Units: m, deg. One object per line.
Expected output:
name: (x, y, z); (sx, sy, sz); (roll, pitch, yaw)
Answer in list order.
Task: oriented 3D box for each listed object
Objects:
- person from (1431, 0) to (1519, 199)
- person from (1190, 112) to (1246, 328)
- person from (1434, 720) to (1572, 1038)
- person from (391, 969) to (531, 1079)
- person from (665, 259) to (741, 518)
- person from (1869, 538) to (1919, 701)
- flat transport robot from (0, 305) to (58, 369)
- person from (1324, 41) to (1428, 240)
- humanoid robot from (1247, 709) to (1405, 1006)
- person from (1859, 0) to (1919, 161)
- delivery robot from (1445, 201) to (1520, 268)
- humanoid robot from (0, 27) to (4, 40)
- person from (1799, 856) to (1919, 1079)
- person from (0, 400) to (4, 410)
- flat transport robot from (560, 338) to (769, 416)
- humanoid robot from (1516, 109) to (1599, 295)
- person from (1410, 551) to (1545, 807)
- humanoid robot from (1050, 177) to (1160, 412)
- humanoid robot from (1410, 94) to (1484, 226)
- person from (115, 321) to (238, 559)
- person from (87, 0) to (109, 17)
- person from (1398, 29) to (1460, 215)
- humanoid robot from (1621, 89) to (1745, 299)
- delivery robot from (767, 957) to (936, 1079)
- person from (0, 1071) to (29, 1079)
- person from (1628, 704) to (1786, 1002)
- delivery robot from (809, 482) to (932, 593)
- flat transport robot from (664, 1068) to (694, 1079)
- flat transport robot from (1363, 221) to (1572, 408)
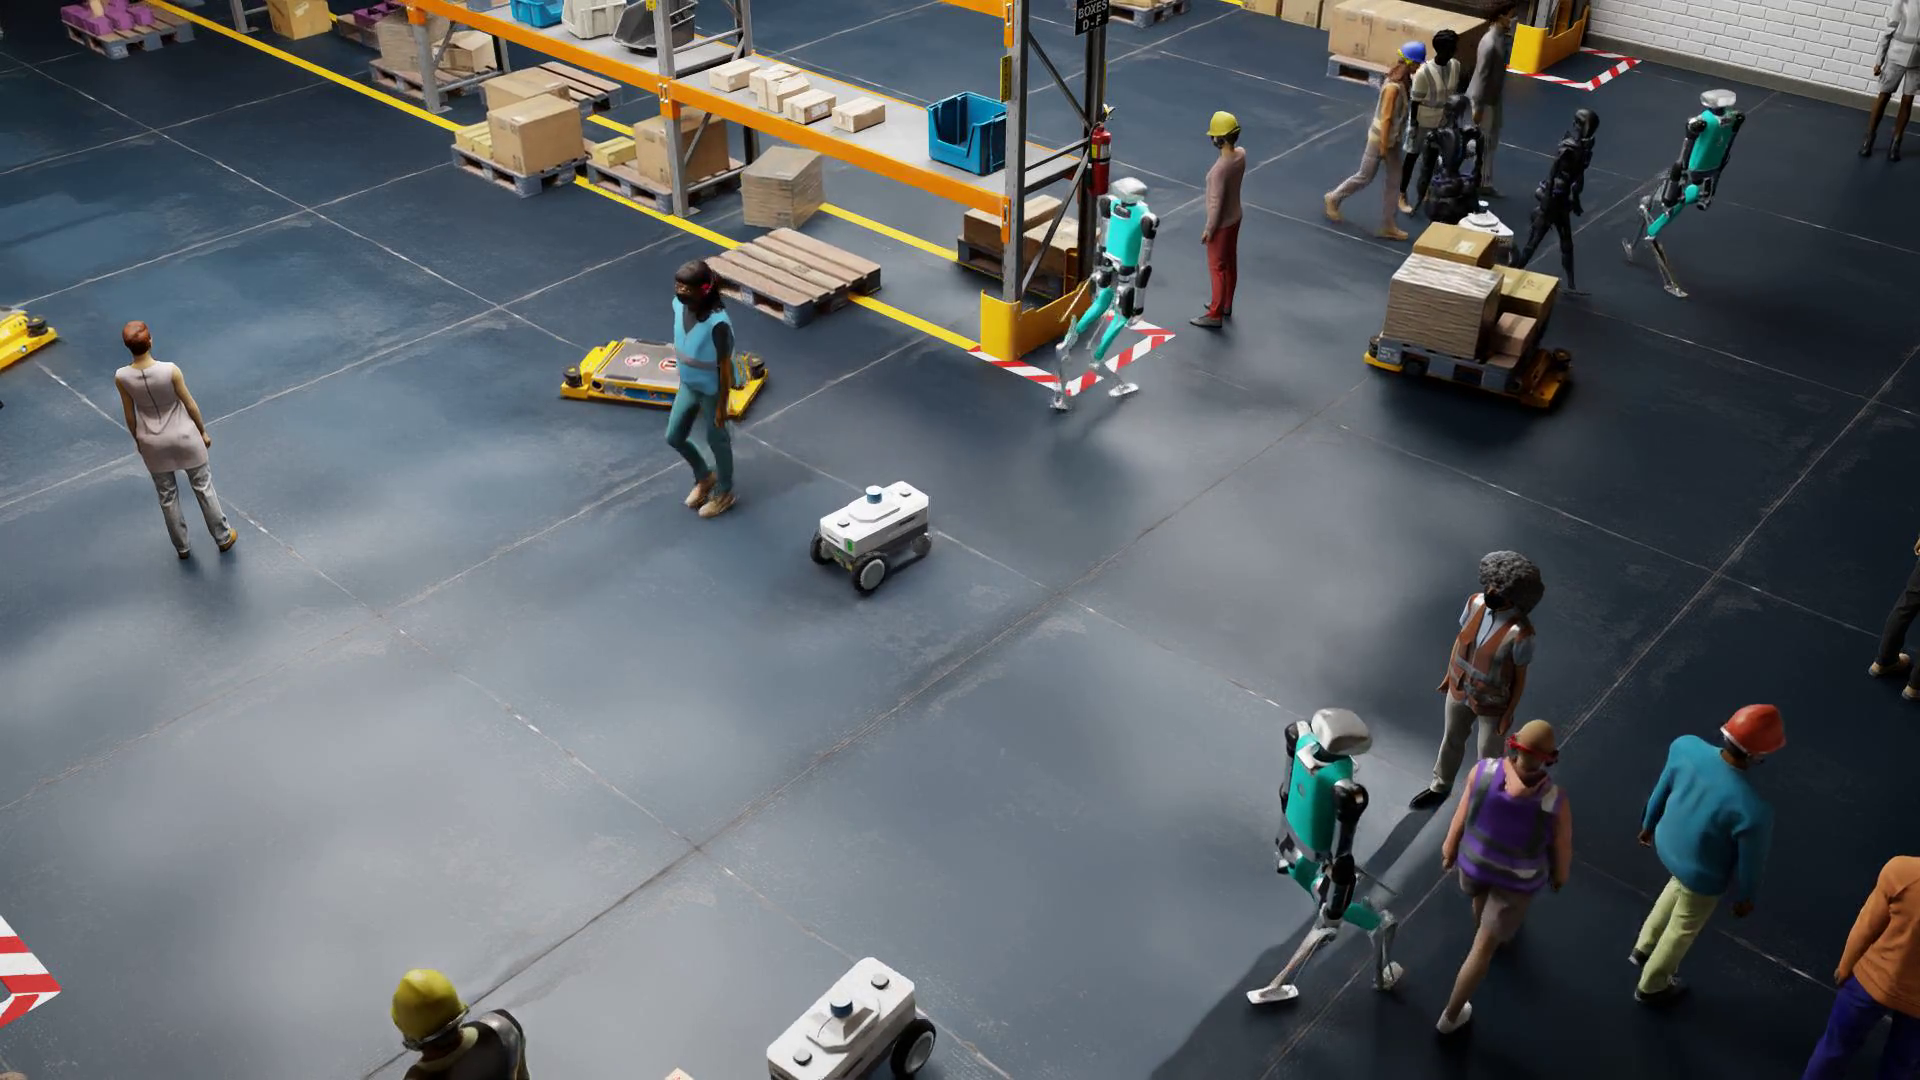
person: (4.809, -4.070, 15.289); (0.673, 1.883, 0.534); (19, 39, 26)
person: (2.051, -2.527, 13.162); (0.331, 1.759, 0.523); (19, 39, 25)
person: (2.461, 1.454, 7.488); (0.518, 1.641, 0.907); (25, 42, 31)
person: (-1.820, 2.266, 6.164); (0.403, 1.821, 0.595); (22, 40, 28)
person: (-1.684, -0.959, 10.801); (0.545, 1.852, 0.494); (25, 42, 32)
person: (5.566, 0.086, 9.299); (0.346, 1.846, 0.505); (-13, 37, -18)
flat transport robot: (-7.995, -1.660, 13.215); (1.431, 0.231, 0.659); (12, 36, 17)
person: (3.690, -3.554, 14.668); (0.814, 1.723, 0.493); (26, 42, 32)
humanoid robot: (1.804, 1.447, 7.470); (0.892, 1.826, 0.530); (-12, 36, -16)
person: (9.152, -4.634, 16.072); (0.547, 1.924, 0.387); (13, 37, 19)
delivery robot: (4.465, -2.627, 14.357); (0.499, 0.585, 0.777); (-8, 35, -12)
humanoid robot: (-11.431, -6.678, 19.216); (0.540, 1.747, 0.977); (-19, 39, -25)
person: (3.836, 1.788, 6.727); (0.515, 1.973, 0.401); (19, 39, 25)
person: (-7.370, -1.709, 11.833); (0.539, 1.928, 0.396); (5, 35, 7)
flat transport robot: (-2.233, -1.240, 12.607); (1.431, 0.231, 0.659); (8, 35, 11)
humanoid robot: (4.912, -2.734, 13.556); (0.604, 1.623, 0.721); (-27, 43, -34)
person: (2.644, 0.775, 8.433); (0.308, 1.688, 0.437); (-22, 40, -28)
humanoid robot: (0.958, -1.691, 12.007); (0.942, 1.775, 0.542); (-24, 41, -31)
humanoid robot: (4.026, -2.852, 13.734); (0.587, 1.635, 0.658); (-7, 35, -10)
person: (-4.975, -0.629, 10.494); (0.439, 1.661, 0.285); (-9, 36, -13)
person: (-10.044, -6.641, 19.158); (0.562, 1.712, 0.842); (-29, 44, -35)
person: (4.250, -3.787, 15.046); (0.535, 1.691, 0.319); (-18, 38, -24)
humanoid robot: (5.890, -2.994, 13.889); (0.535, 1.775, 0.998); (-14, 37, -19)
delivery robot: (-0.506, 2.202, 7.361); (0.512, 0.586, 0.758); (24, 41, 30)
person: (-3.185, 2.491, 5.973); (0.500, 1.659, 0.335); (-10, 36, -14)
person: (3.351, 1.412, 7.468); (0.424, 1.733, 0.589); (-12, 36, -17)
delivery robot: (-0.555, -0.063, 10.652); (0.787, 0.596, 0.499); (-27, 43, -34)
flat transport robot: (-0.899, 2.745, 6.834); (1.431, 0.231, 0.659); (24, 41, 31)
flat transport robot: (3.916, -1.399, 12.838); (1.431, 0.231, 0.659); (18, 39, 25)
